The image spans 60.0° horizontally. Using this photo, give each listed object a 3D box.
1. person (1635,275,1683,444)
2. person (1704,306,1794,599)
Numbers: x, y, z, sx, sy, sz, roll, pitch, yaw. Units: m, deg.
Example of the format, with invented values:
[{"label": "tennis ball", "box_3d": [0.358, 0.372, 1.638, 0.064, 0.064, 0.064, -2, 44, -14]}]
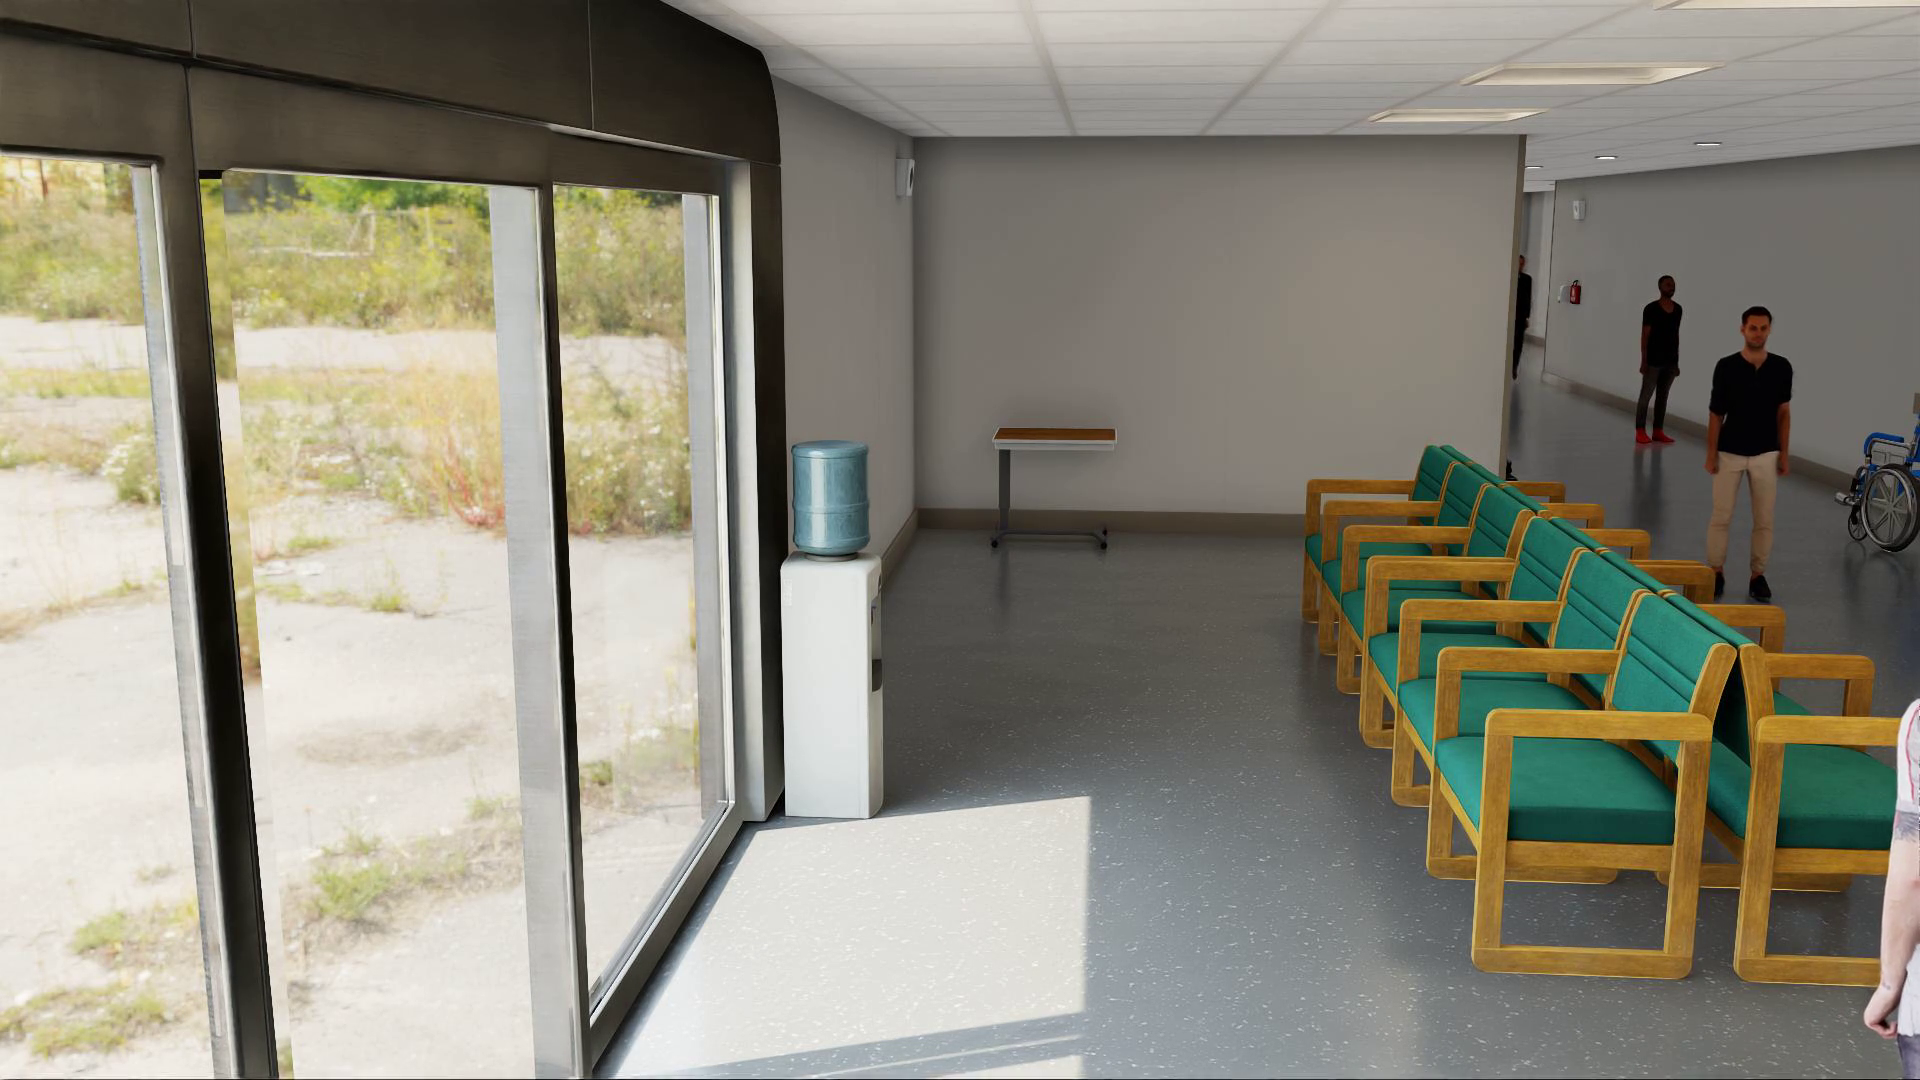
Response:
[{"label": "person", "box_3d": [7.603, -1.965, 18.072, 0.591, 1.805, 0.758, -3, 11, -14]}, {"label": "person", "box_3d": [4.963, -0.546, 10.496, 0.564, 1.842, 0.736, 3, 11, 14]}]
